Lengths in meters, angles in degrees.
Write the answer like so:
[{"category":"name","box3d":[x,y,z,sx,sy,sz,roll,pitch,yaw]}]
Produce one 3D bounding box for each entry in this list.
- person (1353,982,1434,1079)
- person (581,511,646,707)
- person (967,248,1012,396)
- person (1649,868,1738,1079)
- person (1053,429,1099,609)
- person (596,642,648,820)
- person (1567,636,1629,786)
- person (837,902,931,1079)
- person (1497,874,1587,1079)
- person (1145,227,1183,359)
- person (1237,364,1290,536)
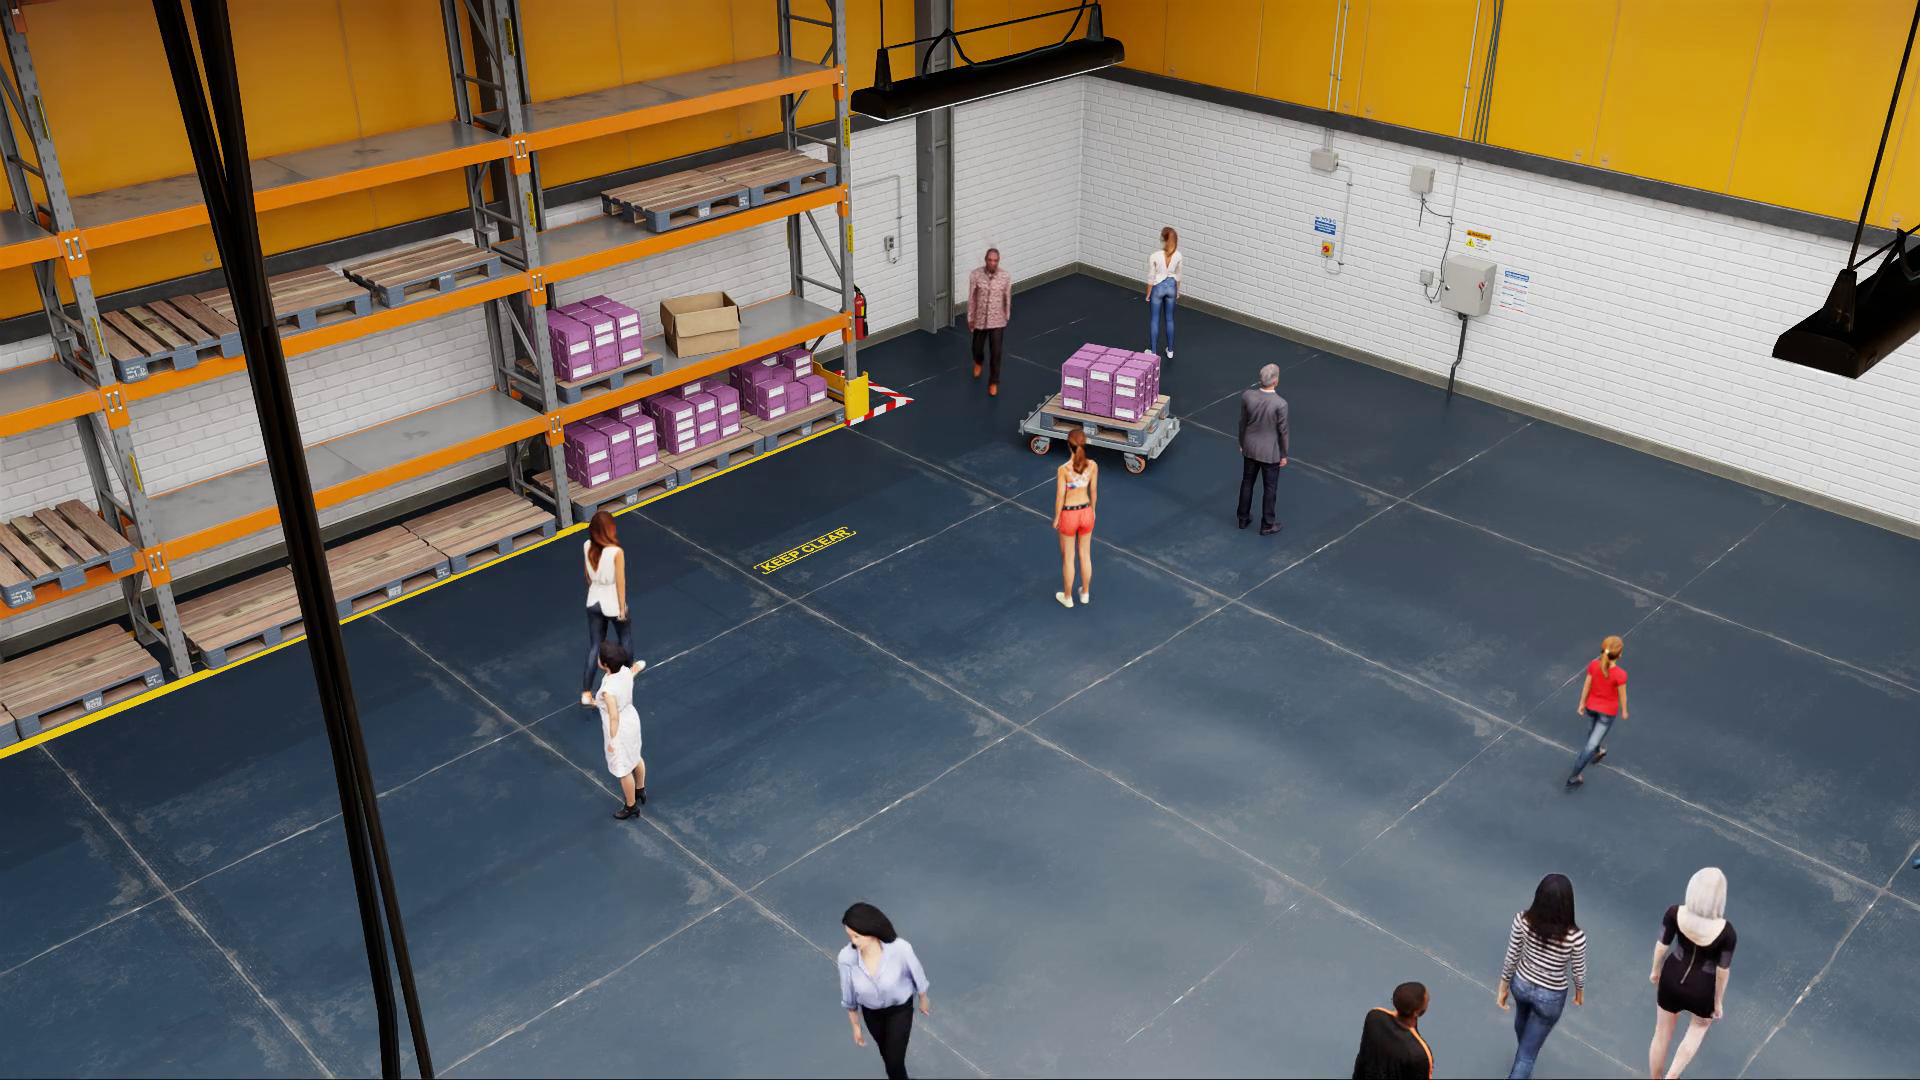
[{"category":"person","box3d":[2.341,3.207,9.344,0.807,1.791,0.745,-16,32,-26]},{"category":"person","box3d":[-3.056,0.613,14.146,0.922,1.747,1.217,10,30,18]},{"category":"person","box3d":[0.344,-2.697,20.172,0.996,1.787,1.068,1,29,1]},{"category":"person","box3d":[4.384,2.779,10.097,0.649,1.822,0.677,21,35,33]},{"category":"person","box3d":[1.084,-0.202,15.597,0.601,1.789,0.722,-10,30,-18]},{"category":"person","box3d":[-2.605,1.455,12.803,0.702,1.555,0.607,7,29,12]},{"category":"person","box3d":[5.063,1.379,13.222,0.921,1.287,0.556,-20,35,-32]},{"category":"person","box3d":[-0.418,2.834,10.128,0.964,1.697,1.061,0,29,0]},{"category":"person","box3d":[3.458,2.852,10.055,0.716,1.734,1.184,20,34,32]},{"category":"person","box3d":[2.573,-3.125,21.029,0.643,1.718,0.755,-7,29,-12]},{"category":"person","box3d":[3.081,-0.935,16.885,0.737,1.842,0.639,20,34,32]}]
